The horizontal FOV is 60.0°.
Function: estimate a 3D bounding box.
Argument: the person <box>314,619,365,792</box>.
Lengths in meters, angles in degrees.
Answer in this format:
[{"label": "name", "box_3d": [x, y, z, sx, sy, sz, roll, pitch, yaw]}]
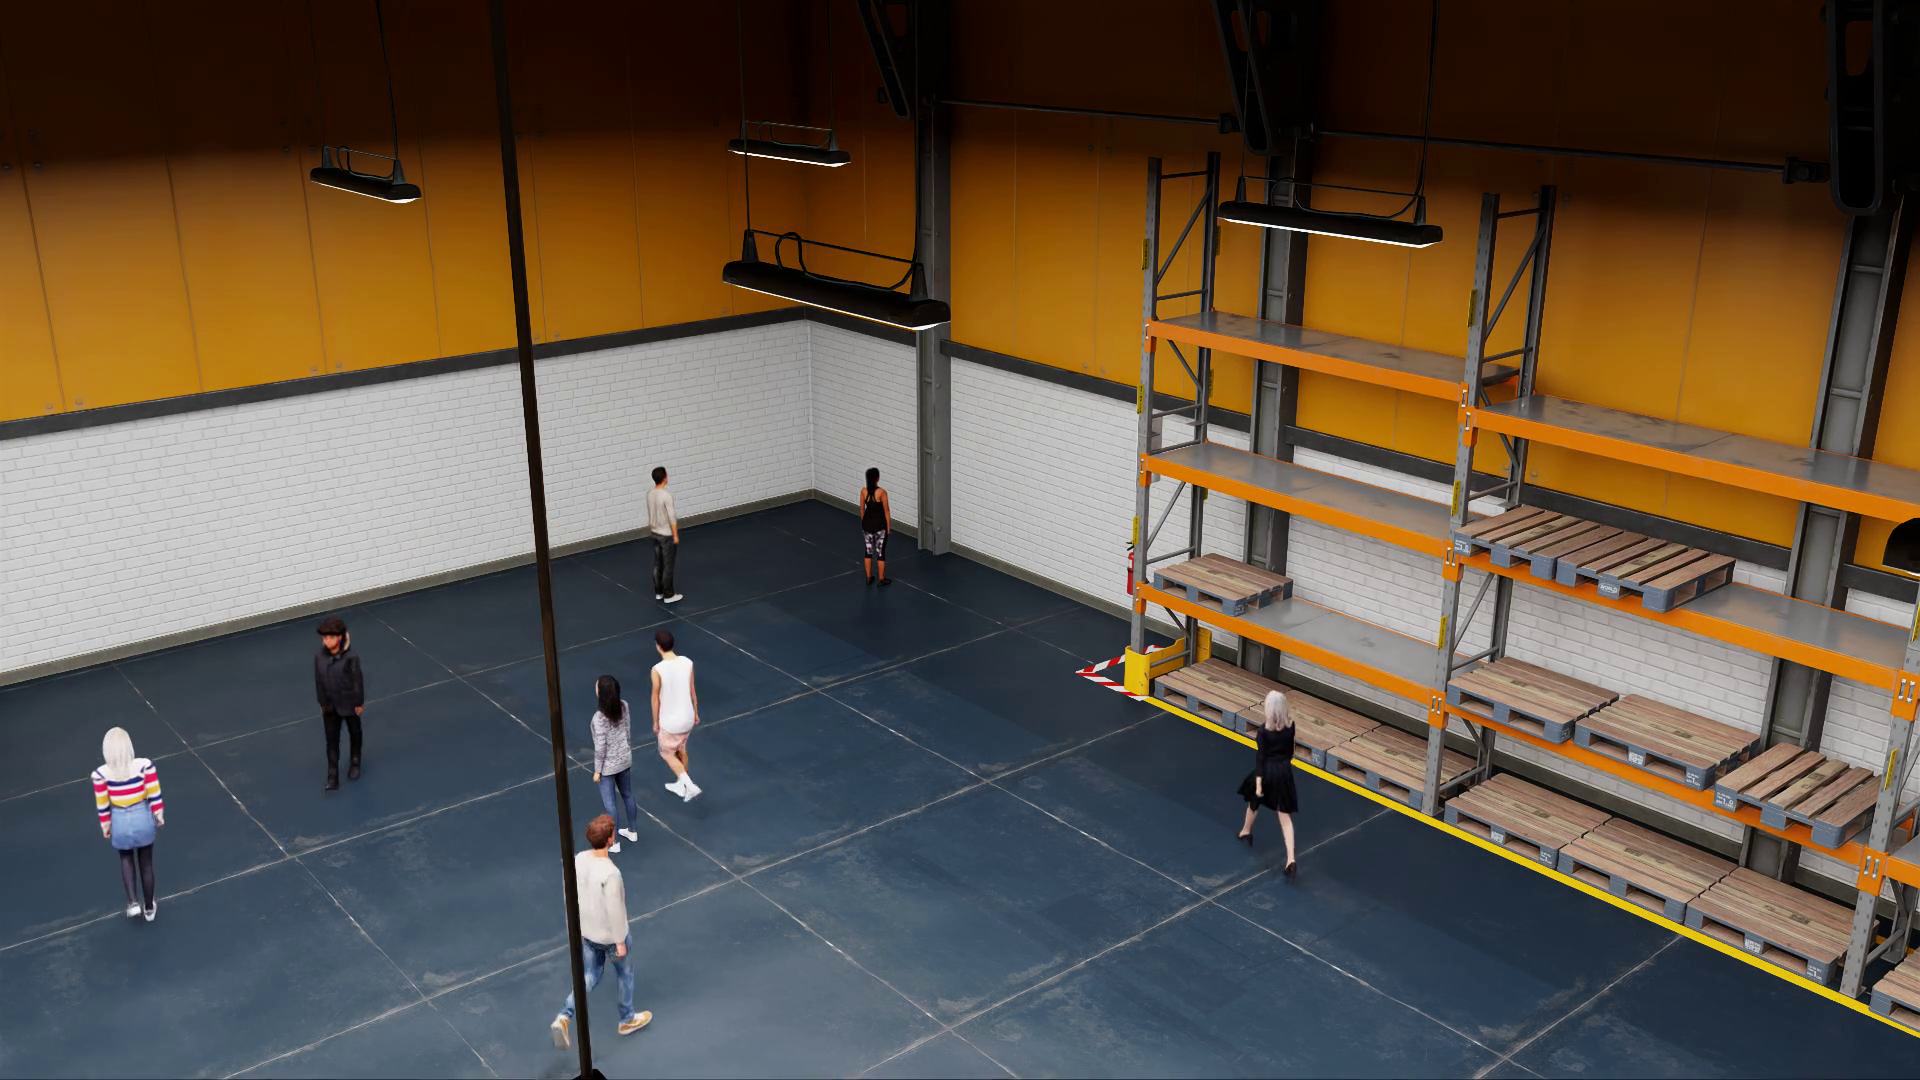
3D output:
[{"label": "person", "box_3d": [-6.226, 1.594, 16.791, 0.969, 1.750, 1.106, -2, 19, -6]}]

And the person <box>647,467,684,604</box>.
[{"label": "person", "box_3d": [-3.870, -0.071, 21.639, 0.541, 1.812, 0.746, 15, 24, 38]}]

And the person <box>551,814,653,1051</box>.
[{"label": "person", "box_3d": [-2.741, 2.980, 12.478, 1.085, 1.877, 0.869, 15, 24, 37]}]

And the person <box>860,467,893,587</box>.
[{"label": "person", "box_3d": [-1.140, -0.195, 22.262, 0.602, 1.648, 0.718, 8, 20, 23]}]

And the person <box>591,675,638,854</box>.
[{"label": "person", "box_3d": [-3.219, 2.055, 15.449, 0.628, 1.733, 0.667, 11, 22, 30]}]

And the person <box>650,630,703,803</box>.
[{"label": "person", "box_3d": [-2.749, 1.771, 16.252, 0.704, 1.759, 0.911, -15, 24, -38]}]

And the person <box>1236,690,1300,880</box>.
[{"label": "person", "box_3d": [2.872, 2.231, 14.999, 0.863, 1.687, 1.261, -7, 20, -21]}]

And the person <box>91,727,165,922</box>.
[{"label": "person", "box_3d": [-7.040, 2.457, 14.152, 0.755, 1.800, 0.782, -7, 20, -20]}]
